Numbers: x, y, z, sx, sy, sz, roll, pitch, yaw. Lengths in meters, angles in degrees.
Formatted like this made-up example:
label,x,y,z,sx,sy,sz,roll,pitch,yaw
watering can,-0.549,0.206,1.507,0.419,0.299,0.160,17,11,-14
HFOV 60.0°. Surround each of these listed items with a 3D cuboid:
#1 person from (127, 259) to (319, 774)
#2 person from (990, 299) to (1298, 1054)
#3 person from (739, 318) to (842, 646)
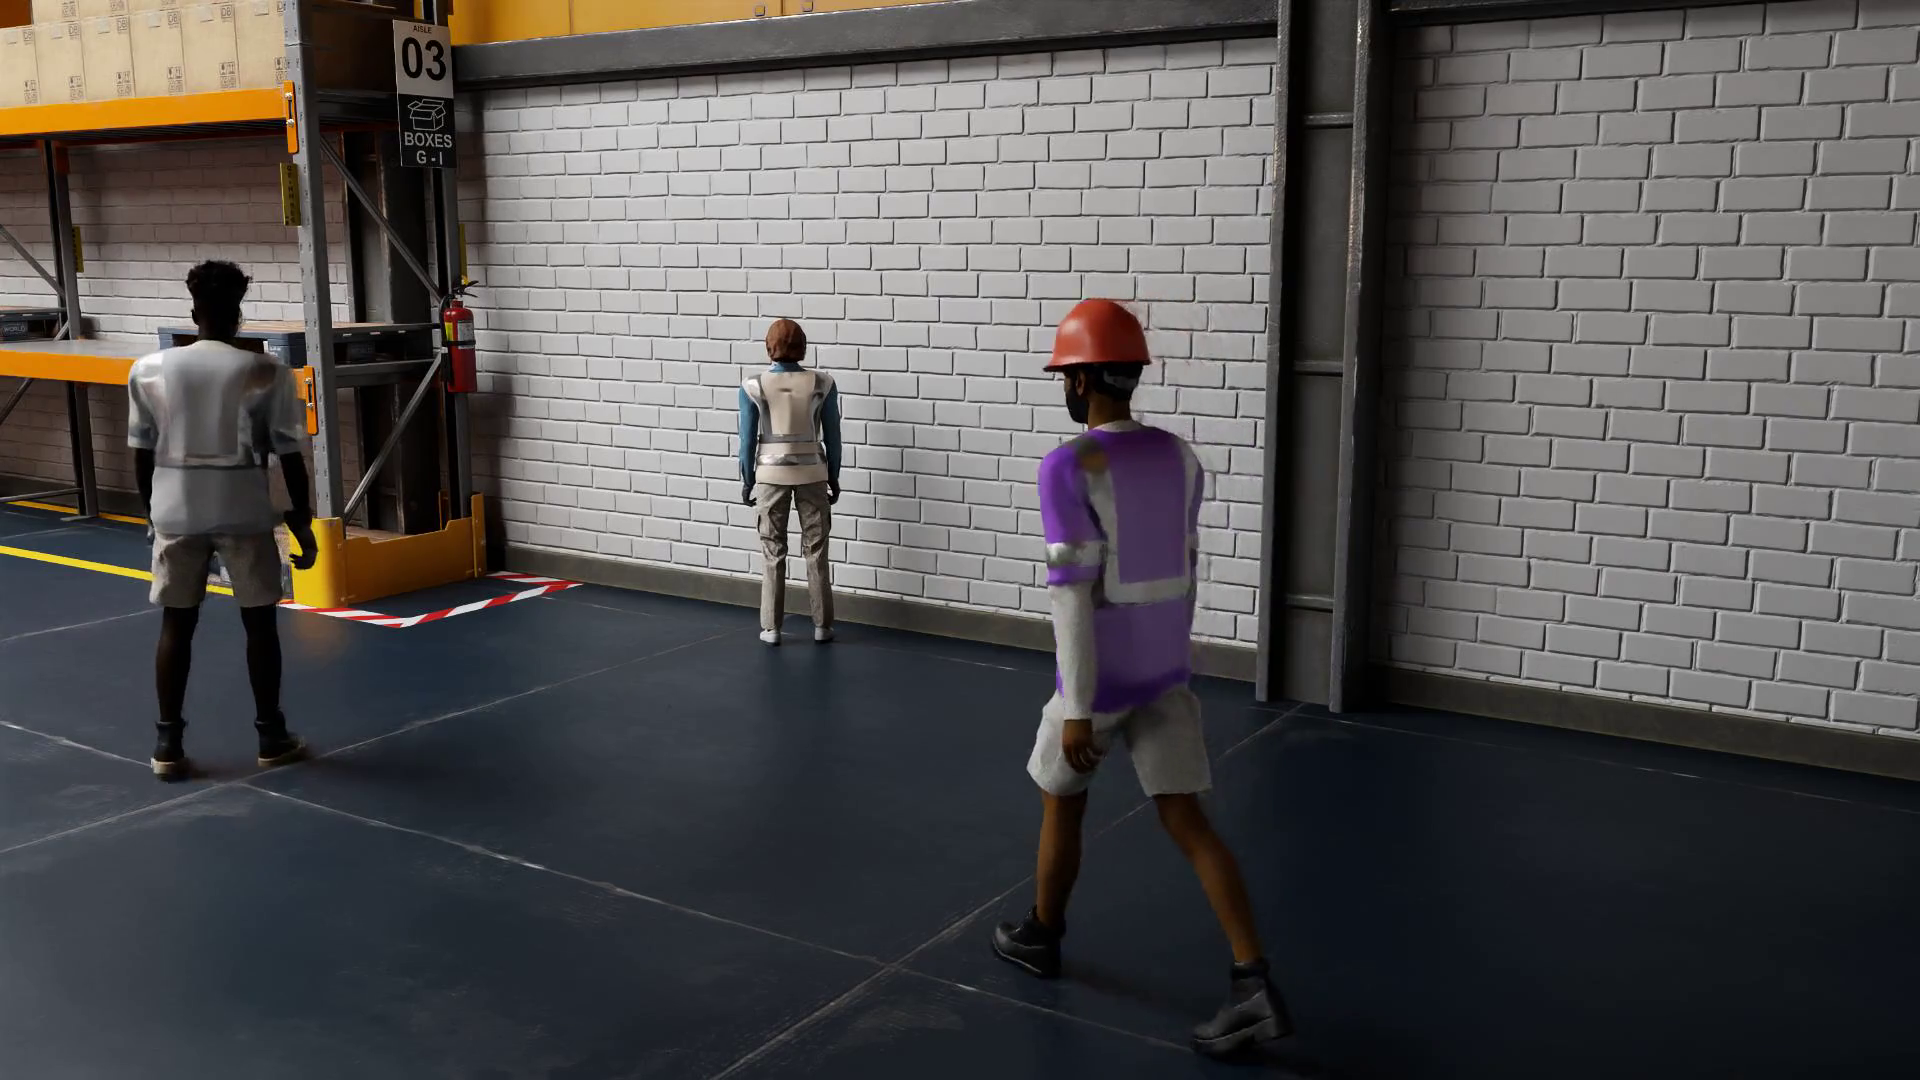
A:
label,x,y,z,sx,sy,sz,roll,pitch,yaw
person,-2.807,-0.078,6.320,0.691,1.948,0.521,-2,10,-11
person,0.461,0.339,4.234,0.575,1.883,1.037,-8,13,-36
person,-0.843,-0.281,8.298,0.514,1.640,0.310,-2,10,-9
